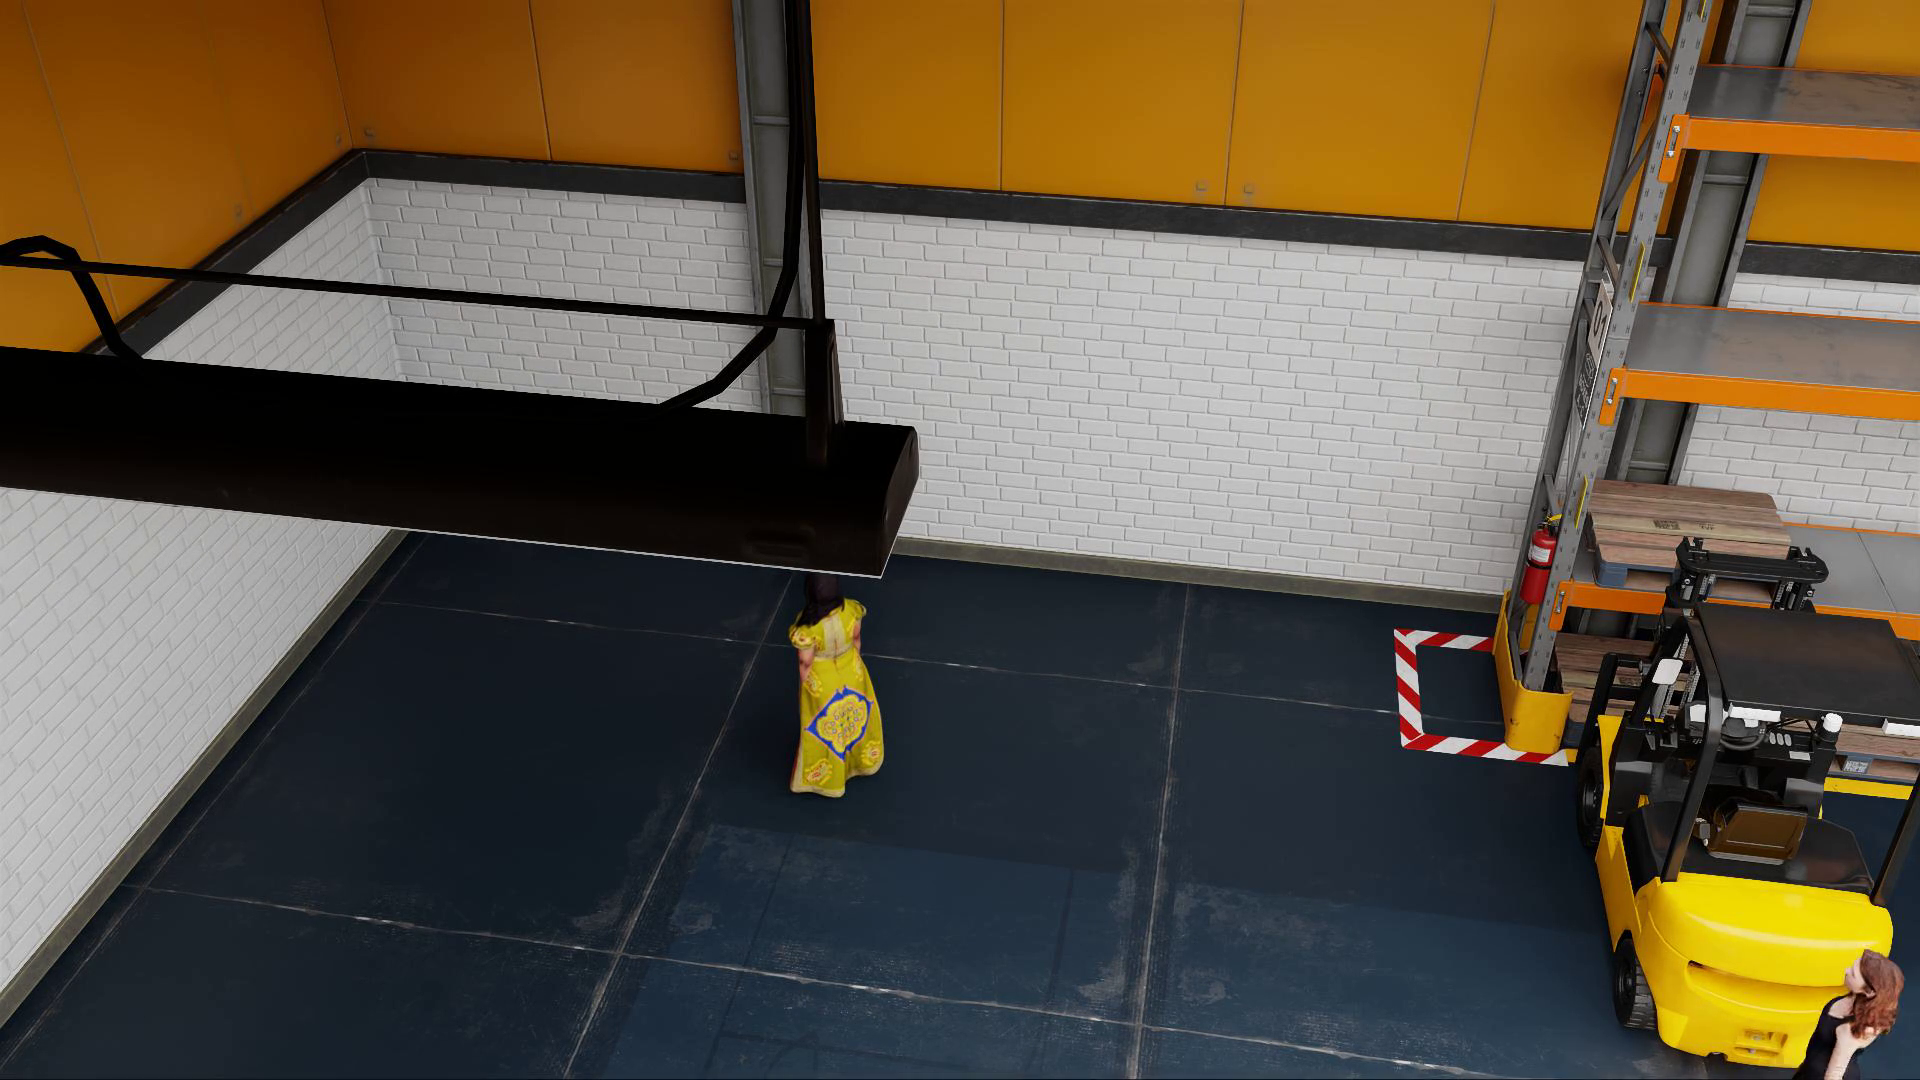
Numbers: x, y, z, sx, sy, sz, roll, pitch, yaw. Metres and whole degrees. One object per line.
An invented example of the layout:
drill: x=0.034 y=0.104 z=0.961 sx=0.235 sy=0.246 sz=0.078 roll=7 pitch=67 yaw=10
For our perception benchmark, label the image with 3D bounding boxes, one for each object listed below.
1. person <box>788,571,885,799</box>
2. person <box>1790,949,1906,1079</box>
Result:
person: x=-0.808 y=0.869 z=10.376 sx=1.003 sy=1.659 sz=1.054 roll=-23 pitch=40 yaw=-30
person: x=4.118 y=2.568 z=7.742 sx=0.984 sy=1.736 sz=0.801 roll=20 pitch=38 yaw=27
